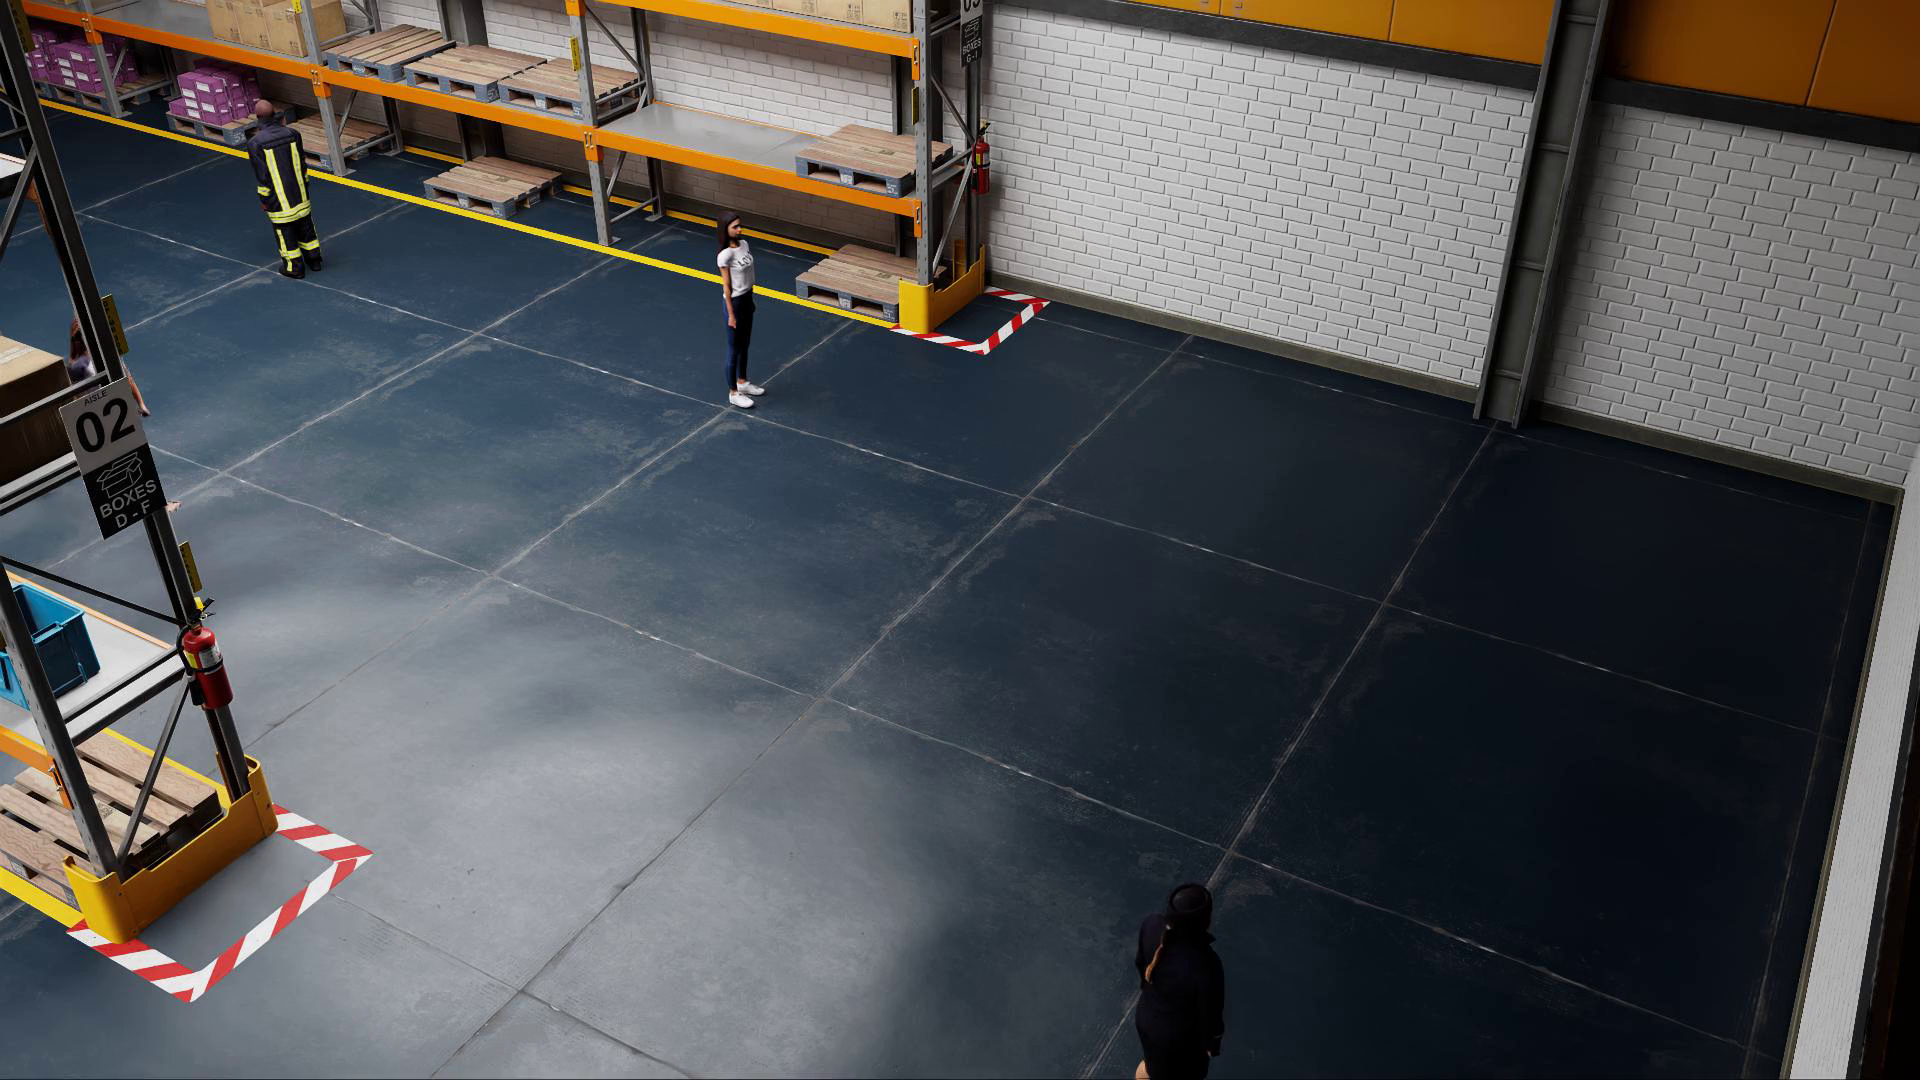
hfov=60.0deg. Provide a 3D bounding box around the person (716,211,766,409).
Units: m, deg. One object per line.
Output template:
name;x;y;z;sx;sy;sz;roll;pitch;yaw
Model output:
person;-1.946;-2.025;14.499;0.568;1.775;0.626;11;35;16

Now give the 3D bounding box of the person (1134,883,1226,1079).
person;1.032;2.318;8.054;0.852;1.678;0.712;-21;39;-28

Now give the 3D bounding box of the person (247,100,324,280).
person;-6.814;-3.550;16.752;0.705;1.822;0.777;23;40;31

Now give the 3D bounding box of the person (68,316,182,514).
person;-6.692;-0.981;13.018;1.104;1.676;0.713;13;36;19
